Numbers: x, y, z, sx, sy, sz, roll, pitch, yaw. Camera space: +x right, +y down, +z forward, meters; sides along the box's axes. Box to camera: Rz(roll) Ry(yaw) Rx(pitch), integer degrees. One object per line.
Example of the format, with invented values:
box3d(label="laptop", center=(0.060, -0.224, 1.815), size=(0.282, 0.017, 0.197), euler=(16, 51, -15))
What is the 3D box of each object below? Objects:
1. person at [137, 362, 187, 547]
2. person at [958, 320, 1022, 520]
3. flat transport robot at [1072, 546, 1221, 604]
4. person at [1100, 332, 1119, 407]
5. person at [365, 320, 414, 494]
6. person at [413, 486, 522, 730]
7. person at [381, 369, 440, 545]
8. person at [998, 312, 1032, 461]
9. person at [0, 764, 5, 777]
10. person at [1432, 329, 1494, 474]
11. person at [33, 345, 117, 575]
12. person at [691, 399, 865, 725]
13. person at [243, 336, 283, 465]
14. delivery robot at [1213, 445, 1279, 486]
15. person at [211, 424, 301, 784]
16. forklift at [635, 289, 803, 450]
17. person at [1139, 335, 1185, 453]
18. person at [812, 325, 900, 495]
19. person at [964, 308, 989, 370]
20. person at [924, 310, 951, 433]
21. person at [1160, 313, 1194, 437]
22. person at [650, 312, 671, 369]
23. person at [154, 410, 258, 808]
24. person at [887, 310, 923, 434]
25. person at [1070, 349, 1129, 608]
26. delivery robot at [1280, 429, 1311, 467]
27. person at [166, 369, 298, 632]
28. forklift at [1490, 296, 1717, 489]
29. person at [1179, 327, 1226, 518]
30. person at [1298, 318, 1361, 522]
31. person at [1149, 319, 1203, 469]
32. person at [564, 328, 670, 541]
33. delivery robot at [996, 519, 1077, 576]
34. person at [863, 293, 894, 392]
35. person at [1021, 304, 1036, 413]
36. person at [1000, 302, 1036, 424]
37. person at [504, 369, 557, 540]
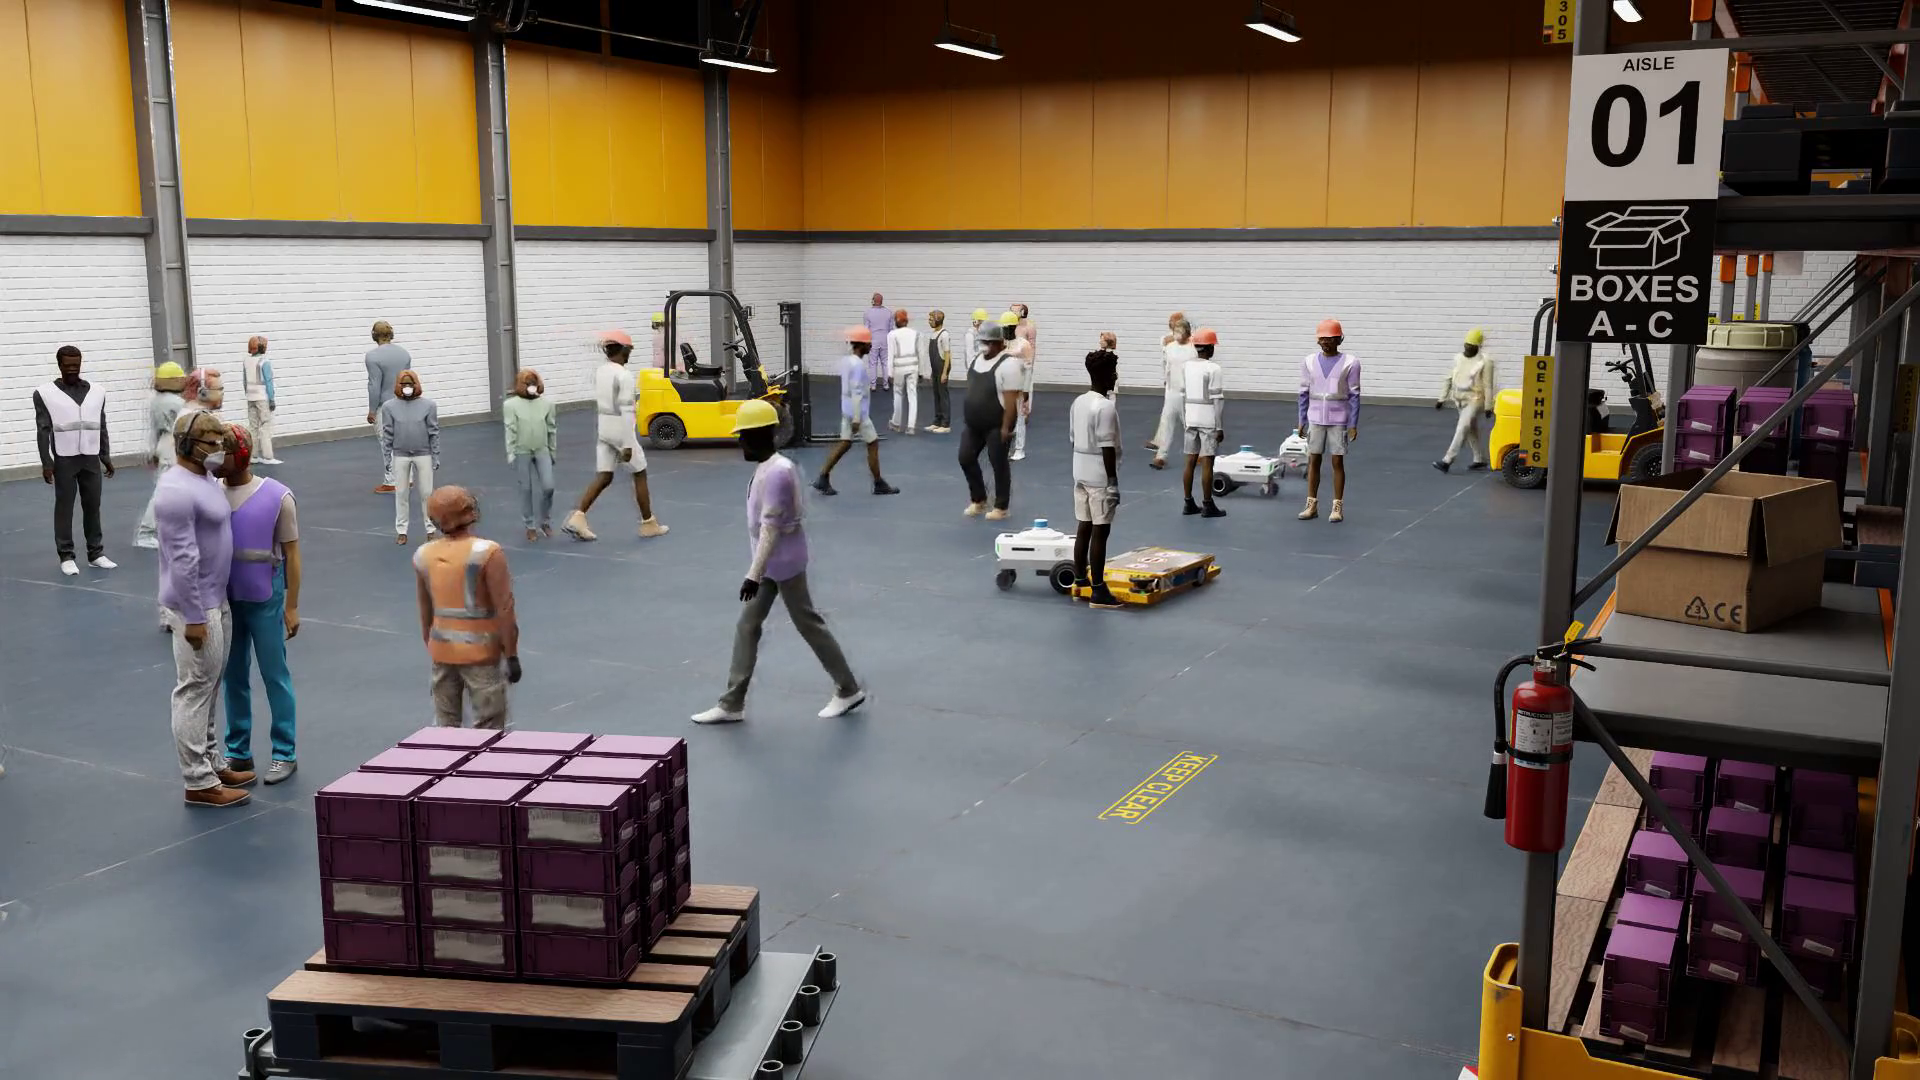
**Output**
box3d(label="person", center=(-7.247, -0.796, 15.344), size=(0.493, 1.690, 0.923), euler=(7, 12, 37))
box3d(label="person", center=(0.284, -1.212, 16.748), size=(0.555, 2.000, 0.699), euler=(-9, 14, -44))
box3d(label="flat transport robot", center=(1.514, 0.264, 13.317), size=(0.652, 0.197, 1.431), euler=(6, 11, 31))
box3d(label="person", center=(1.969, -1.954, 22.188), size=(0.306, 1.645, 0.522), euler=(1, 10, 3))
box3d(label="person", center=(-6.392, -1.484, 18.625), size=(0.366, 1.935, 0.630), euler=(4, 11, 24))
box3d(label="person", center=(-2.305, 0.561, 7.734), size=(0.598, 1.622, 0.319), euler=(5, 11, 26))
box3d(label="person", center=(-5.054, -0.761, 15.342), size=(0.502, 1.627, 0.277), euler=(-3, 10, -15))
box3d(label="person", center=(0.650, -1.994, 21.603), size=(0.596, 1.925, 0.372), euler=(8, 13, 39))
box3d(label="person", center=(-5.093, 0.417, 8.310), size=(0.535, 1.699, 0.318), euler=(-7, 12, -34))
box3d(label="person", center=(6.156, -1.687, 20.301), size=(0.963, 1.754, 0.632), euler=(-4, 11, -24))
box3d(label="person", center=(-7.459, -0.681, 14.027), size=(0.383, 1.917, 0.597), euler=(7, 12, 34))
box3d(label="person", center=(-1.017, 0.129, 9.527), size=(1.016, 1.876, 0.587), euler=(-4, 10, -20))
box3d(label="person", center=(-8.889, -1.767, 21.125), size=(0.523, 1.638, 0.310), euler=(6, 12, 31))
box3d(label="delivery robot", center=(3.157, -0.803, 18.403), size=(0.707, 0.478, 0.477), euler=(4, 11, 23))
box3d(label="person", center=(-3.611, 0.320, 8.452), size=(0.569, 1.840, 0.374), euler=(2, 10, 10))
box3d(label="forklift", center=(-3.358, -2.392, 23.136), size=(2.313, 2.155, 1.214), euler=(-1, 10, -5))
box3d(label="person", center=(2.819, -1.953, 22.303), size=(0.827, 1.585, 0.510), euler=(-1, 10, -5))
box3d(label="person", center=(-1.192, -1.422, 18.400), size=(0.957, 1.906, 0.555), euler=(-3, 10, -18))
box3d(label="person", center=(0.281, -2.690, 25.916), size=(0.404, 1.827, 0.600), euler=(4, 11, 23))
box3d(label="person", center=(-0.313, -2.511, 24.842), size=(0.351, 1.843, 0.506), euler=(-4, 11, -22))
box3d(label="person", center=(3.163, -2.351, 23.972), size=(0.579, 1.836, 1.031), euler=(4, 11, 21))
box3d(label="person", center=(-4.886, -2.860, 27.216), size=(0.893, 1.720, 0.535), euler=(0, 10, 2))
box3d(label="person", center=(-3.699, 0.331, 8.125), size=(0.370, 1.934, 0.627), euler=(-2, 10, -13))
box3d(label="person", center=(-0.840, -2.503, 24.810), size=(0.618, 1.830, 0.950), euler=(-4, 11, -24))
box3d(label="person", center=(1.049, -0.469, 12.657), size=(0.366, 1.967, 0.603), euler=(-4, 10, -21))
box3d(label="delivery robot", center=(4.065, -1.093, 20.062), size=(0.477, 0.478, 0.707), euler=(3, 9, 17))
box3d(label="person", center=(-5.245, -0.280, 11.830), size=(0.933, 1.864, 0.664), euler=(-5, 11, -29))
box3d(label="forklift", center=(7.296, -1.677, 18.993), size=(2.313, 2.155, 1.214), euler=(5, 11, 27))
box3d(label="person", center=(2.483, -1.200, 16.965), size=(0.350, 1.942, 0.543), euler=(-8, 13, -40))
box3d(label="person", center=(3.674, -1.195, 16.639), size=(0.616, 2.041, 0.381), euler=(6, 11, 29))
box3d(label="person", center=(2.790, -1.821, 20.767), size=(0.632, 1.876, 1.038), euler=(9, 13, 41))
box3d(label="person", center=(-3.260, -0.977, 15.557), size=(0.601, 2.008, 0.955), euler=(9, 13, 41))
box3d(label="delivery robot", center=(0.643, 0.078, 13.305), size=(0.707, 0.478, 0.477), euler=(1, 10, 8))
box3d(label="person", center=(-1.594, -3.825, 32.251), size=(0.647, 1.913, 0.409), euler=(-4, 11, -24))
box3d(label="person", center=(1.015, -3.006, 27.711), size=(0.430, 1.845, 0.619), euler=(6, 11, 30))
box3d(label="person", center=(0.865, -2.766, 26.119), size=(0.641, 1.913, 0.407), euler=(5, 11, 25))
box3d(label="person", center=(-3.990, -0.789, 15.526), size=(0.505, 1.616, 0.434), euler=(-5, 11, -27))
